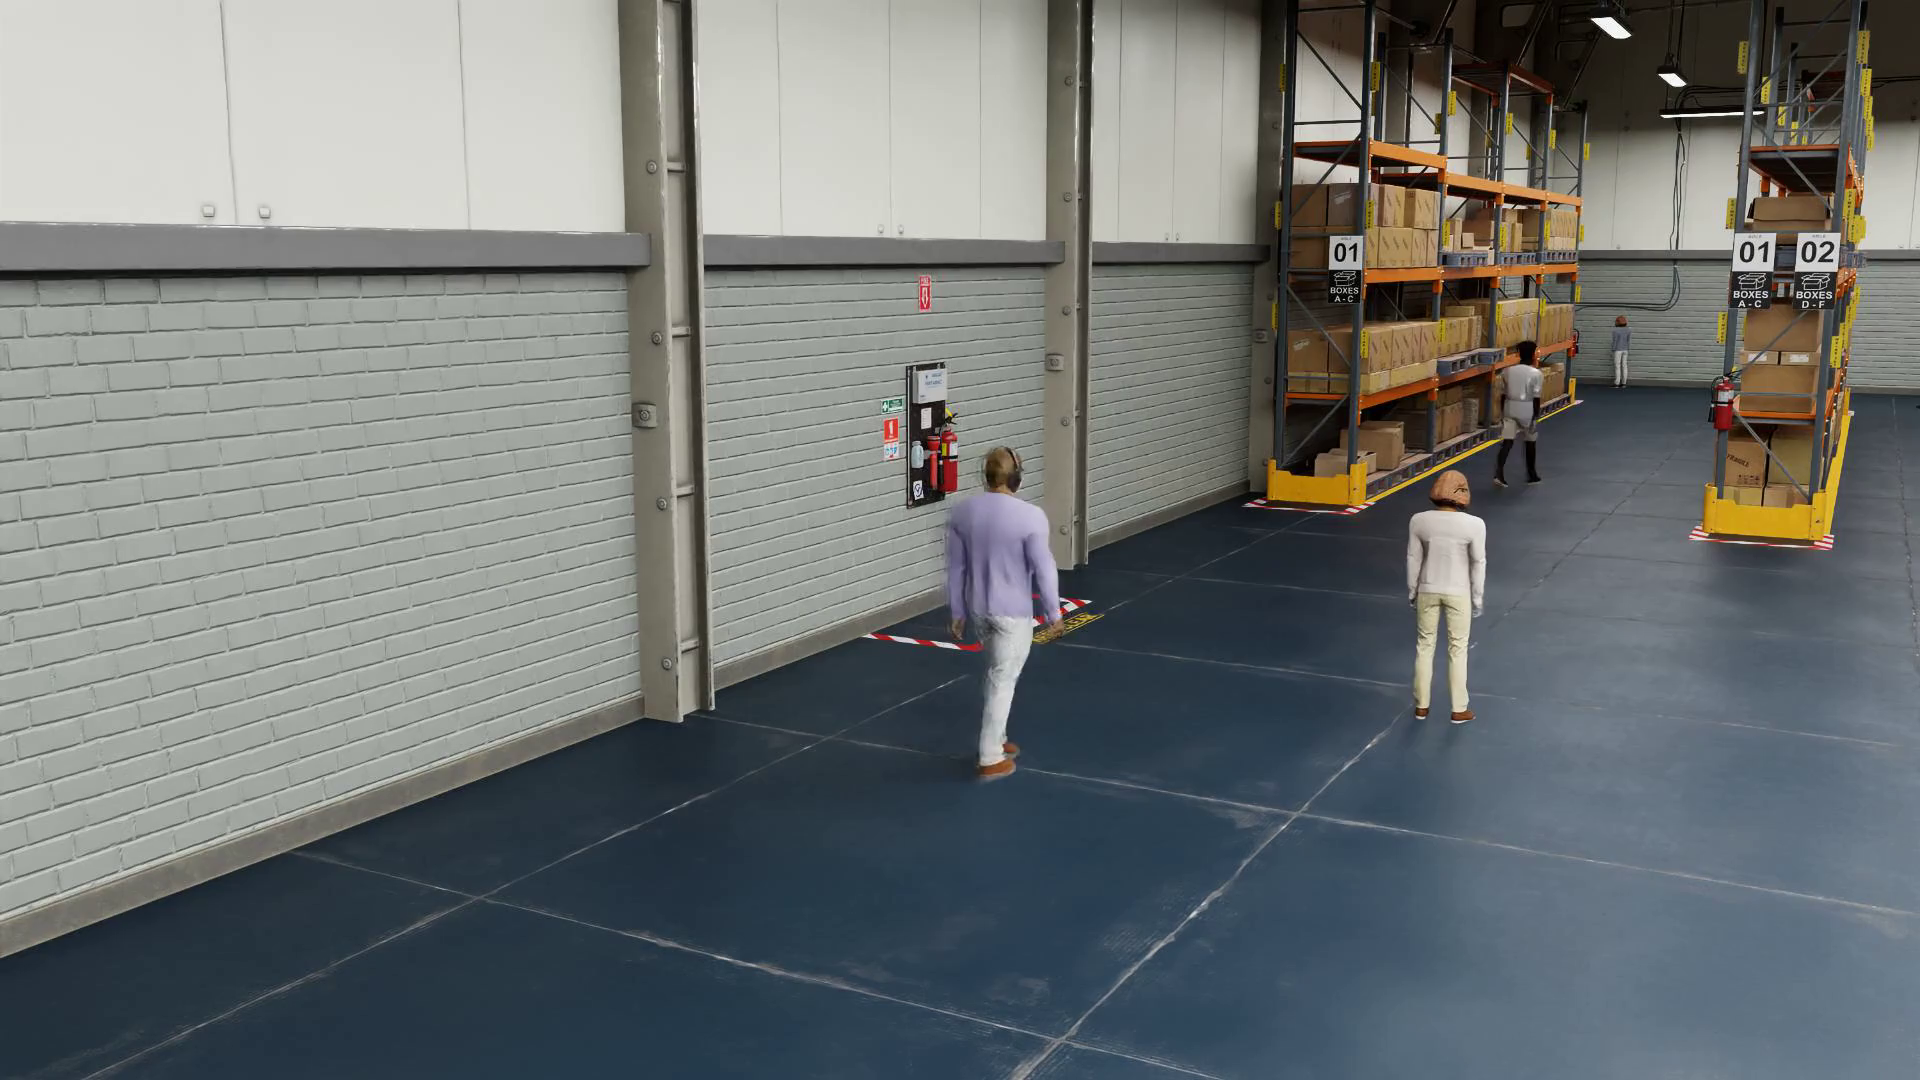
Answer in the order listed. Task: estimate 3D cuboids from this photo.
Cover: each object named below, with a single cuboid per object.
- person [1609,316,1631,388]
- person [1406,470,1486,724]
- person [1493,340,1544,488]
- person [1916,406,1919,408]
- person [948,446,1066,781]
[{"bbox_3d":[15.050,-4.286,37.924,0.497,1.633,0.279,-4,11,-23],"label":"person"},{"bbox_3d":[3.122,0.362,10.713,0.501,1.632,0.287,6,11,32],"label":"person"},{"bbox_3d":[7.237,-1.633,21.561,0.992,1.923,0.622,-9,13,-44],"label":"person"},{"bbox_3d":[19.183,-3.514,32.589,0.501,1.937,0.554,6,11,31],"label":"person"},{"bbox_3d":[0.301,0.413,9.589,0.639,1.916,0.682,9,13,41],"label":"person"}]
